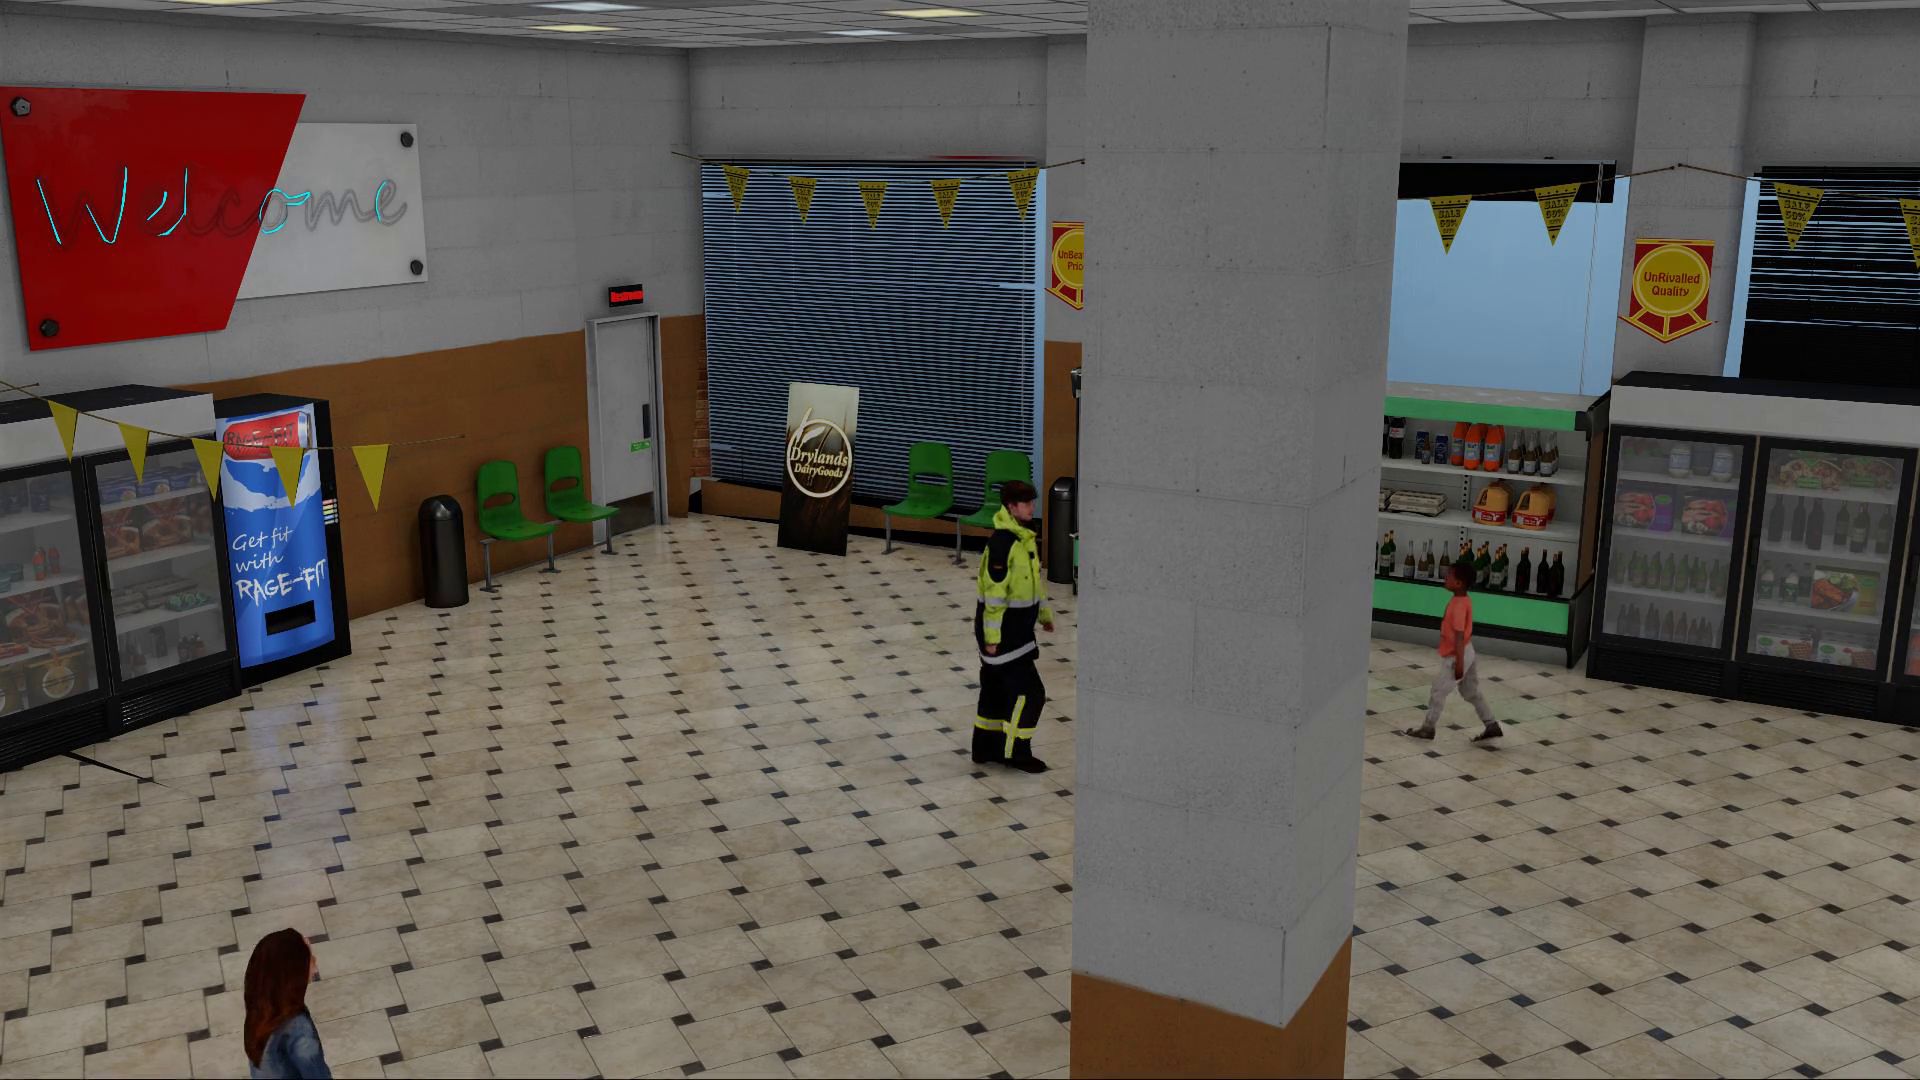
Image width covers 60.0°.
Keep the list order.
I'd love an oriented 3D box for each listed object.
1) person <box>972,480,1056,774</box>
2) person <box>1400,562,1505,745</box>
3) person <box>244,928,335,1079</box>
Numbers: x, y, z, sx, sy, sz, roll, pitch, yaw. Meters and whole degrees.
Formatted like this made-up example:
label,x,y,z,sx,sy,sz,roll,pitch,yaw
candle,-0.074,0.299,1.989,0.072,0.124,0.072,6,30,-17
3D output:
label,x,y,z,sx,sy,sz,roll,pitch,yaw
person,0.231,0.559,10.953,0.883,1.952,0.870,4,14,15
person,3.473,0.797,11.369,0.914,1.293,0.557,6,15,24
person,-2.371,2.077,5.738,0.802,1.459,0.802,-10,17,-35
